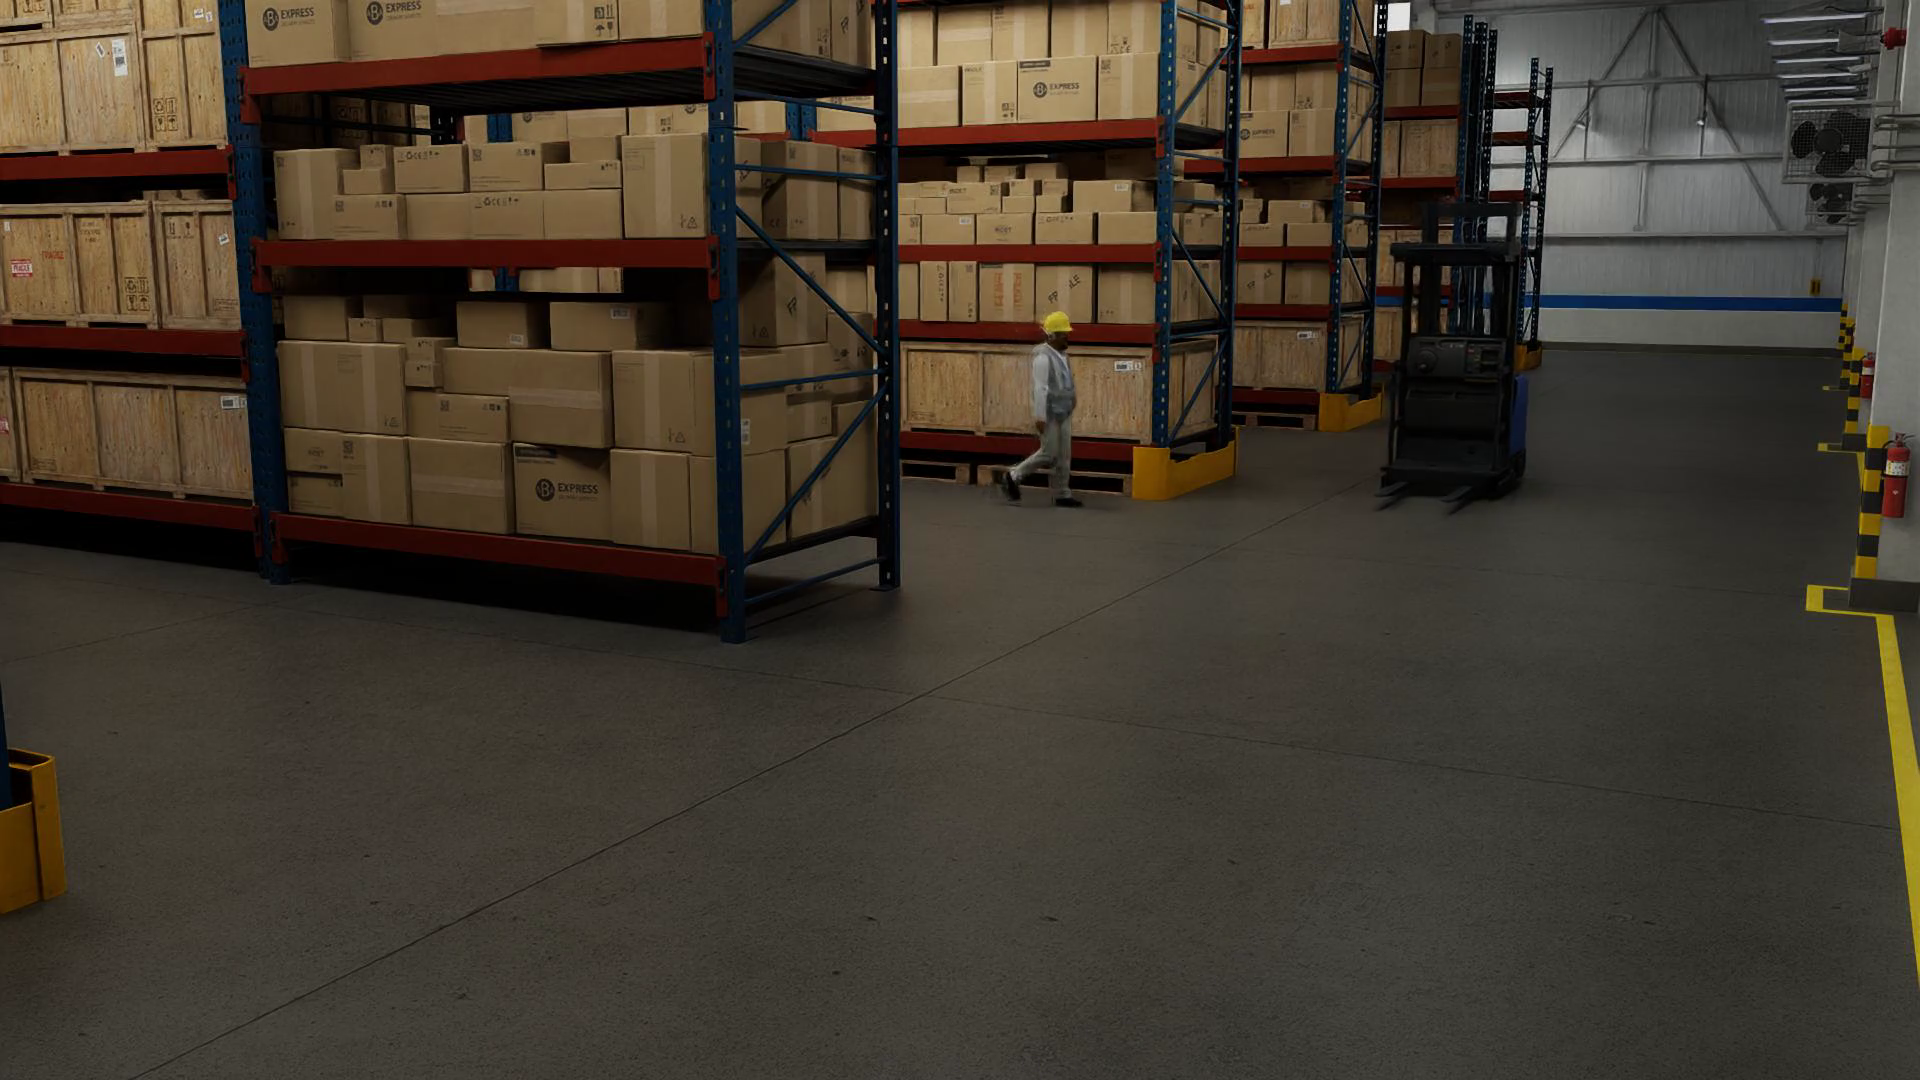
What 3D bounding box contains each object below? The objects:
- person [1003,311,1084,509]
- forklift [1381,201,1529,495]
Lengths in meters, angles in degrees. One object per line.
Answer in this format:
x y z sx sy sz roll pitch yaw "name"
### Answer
0.778 -1.182 15.199 0.668 1.812 0.598 4 11 23 "person"
5.042 -1.964 16.618 1.129 2.768 1.873 5 11 27 "forklift"
